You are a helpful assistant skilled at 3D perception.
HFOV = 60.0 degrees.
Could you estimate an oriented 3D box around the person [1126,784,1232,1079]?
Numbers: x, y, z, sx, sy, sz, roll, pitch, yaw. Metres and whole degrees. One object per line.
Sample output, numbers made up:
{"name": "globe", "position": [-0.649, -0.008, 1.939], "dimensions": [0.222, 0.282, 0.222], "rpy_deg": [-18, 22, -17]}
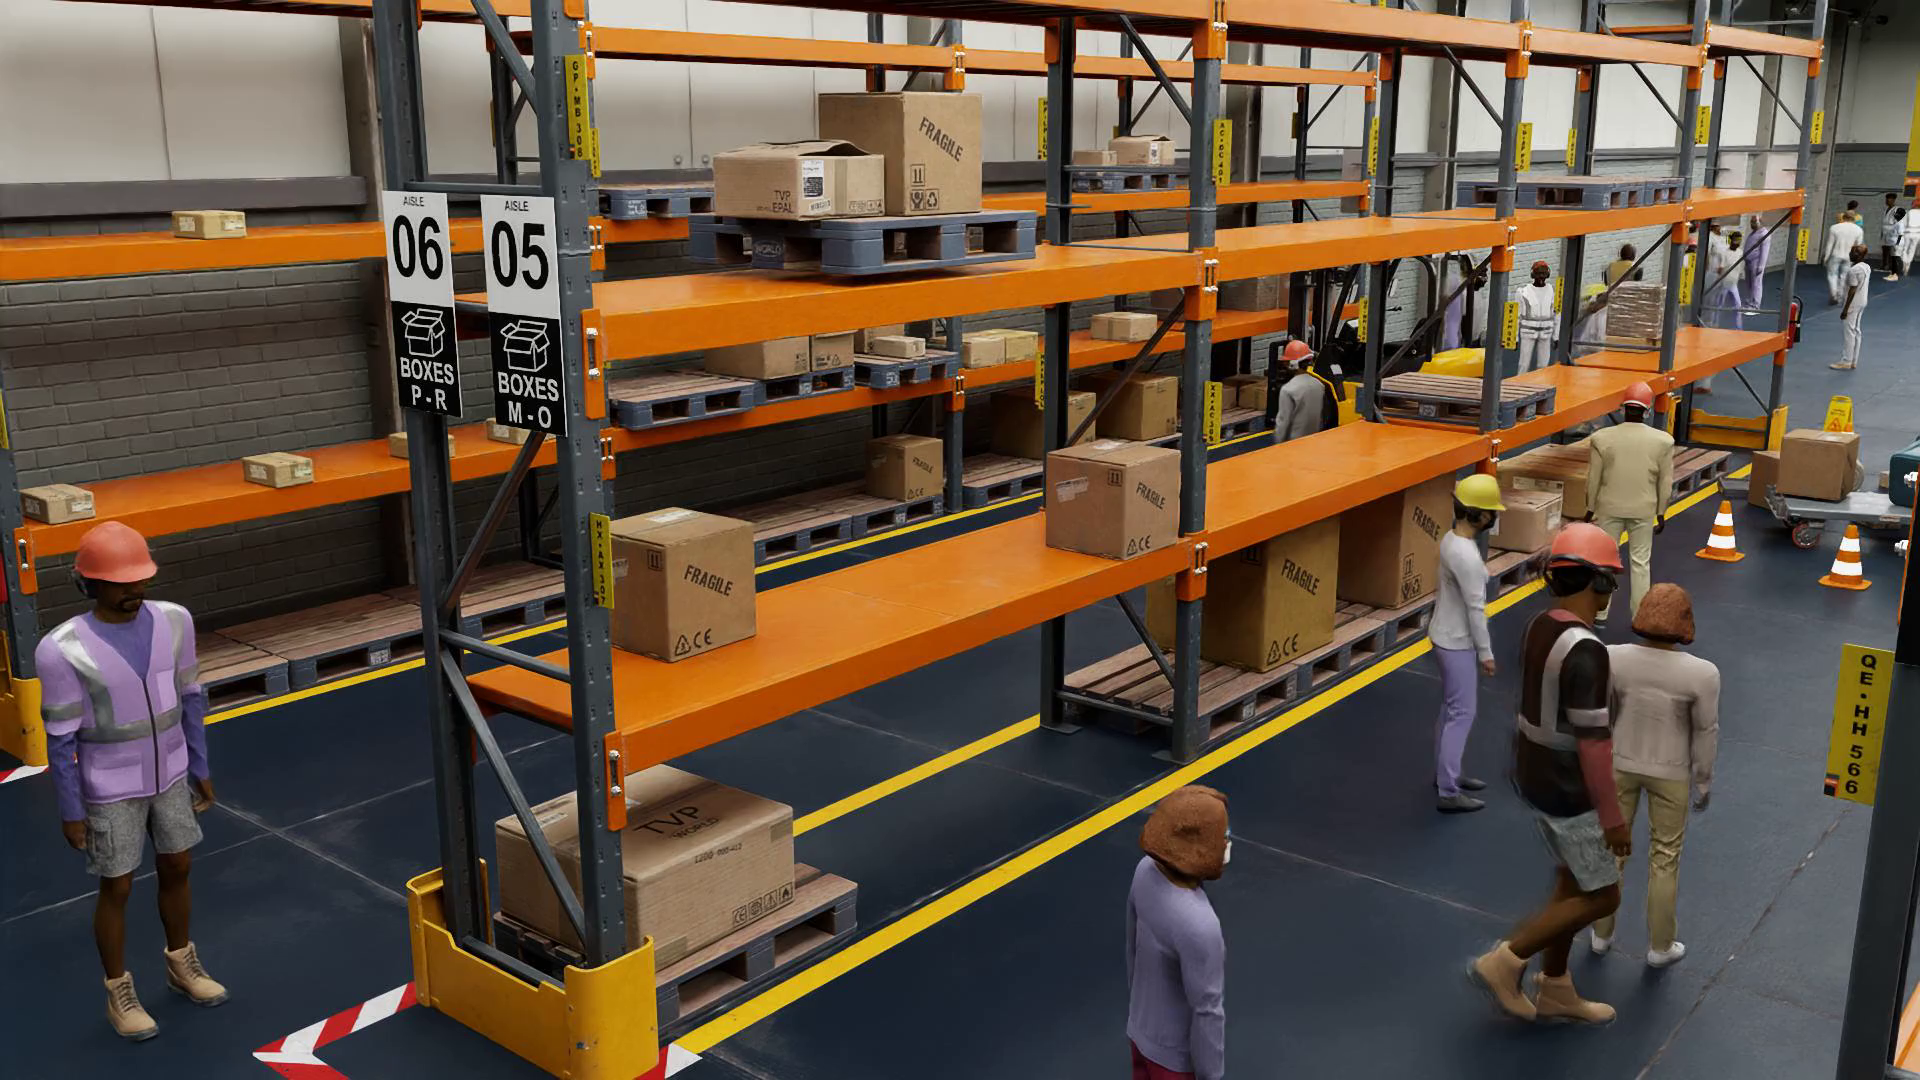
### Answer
{"name": "person", "position": [0.636, 1.487, 4.855], "dimensions": [0.280, 1.631, 0.504], "rpy_deg": [-4, 14, -16]}

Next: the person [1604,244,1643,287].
{"name": "person", "position": [9.950, -3.525, 24.936], "dimensions": [0.959, 1.787, 0.649], "rpy_deg": [-11, 17, -37]}

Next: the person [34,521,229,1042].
{"name": "person", "position": [-3.136, 0.915, 6.366], "dimensions": [0.410, 2.035, 0.603], "rpy_deg": [9, 16, 31]}

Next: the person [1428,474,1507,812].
{"name": "person", "position": [2.589, 0.518, 8.548], "dimensions": [0.358, 1.753, 0.530], "rpy_deg": [3, 14, 11]}

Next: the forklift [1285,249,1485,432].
{"name": "forklift", "position": [4.886, -2.214, 18.767], "dimensions": [2.313, 2.155, 1.214], "rpy_deg": [11, 18, 38]}

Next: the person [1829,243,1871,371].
{"name": "person", "position": [13.061, -3.406, 24.341], "dimensions": [0.506, 1.846, 0.345], "rpy_deg": [-12, 18, -41]}

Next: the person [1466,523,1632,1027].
{"name": "person", "position": [2.284, 0.933, 6.333], "dimensions": [0.600, 2.009, 0.641], "rpy_deg": [1, 14, 4]}

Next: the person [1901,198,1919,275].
{"name": "person", "position": [23.129, -7.361, 40.403], "dimensions": [0.625, 1.863, 0.603], "rpy_deg": [5, 15, 20]}

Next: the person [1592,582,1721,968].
{"name": "person", "position": [2.873, 0.975, 6.941], "dimensions": [0.507, 1.630, 0.268], "rpy_deg": [10, 17, 34]}

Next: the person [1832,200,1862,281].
{"name": "person", "position": [20.844, -7.042, 39.119], "dimensions": [1.006, 1.872, 0.595], "rpy_deg": [-10, 17, -36]}

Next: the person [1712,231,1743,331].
{"name": "person", "position": [12.790, -4.168, 27.474], "dimensions": [0.553, 1.825, 0.887], "rpy_deg": [-5, 15, -19]}

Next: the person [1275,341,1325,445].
{"name": "person", "position": [2.810, -0.800, 13.955], "dimensions": [0.366, 1.740, 0.573], "rpy_deg": [13, 19, 41]}

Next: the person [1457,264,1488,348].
{"name": "person", "position": [6.291, -2.459, 20.465], "dimensions": [0.328, 1.862, 0.502], "rpy_deg": [10, 17, 35]}

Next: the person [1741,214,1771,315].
{"name": "person", "position": [15.129, -5.247, 31.716], "dimensions": [0.400, 1.905, 0.643], "rpy_deg": [0, 14, 1]}

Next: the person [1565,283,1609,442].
{"name": "person", "position": [7.089, -1.939, 18.505], "dimensions": [0.408, 1.789, 0.617], "rpy_deg": [3, 14, 12]}

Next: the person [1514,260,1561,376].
{"name": "person", "position": [7.189, -2.543, 20.774], "dimensions": [0.582, 1.880, 0.366], "rpy_deg": [1, 14, 4]}

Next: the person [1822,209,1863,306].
{"name": "person", "position": [17.613, -5.633, 33.238], "dimensions": [0.669, 1.933, 0.503], "rpy_deg": [3, 14, 14]}

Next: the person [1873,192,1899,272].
{"name": "person", "position": [23.180, -7.683, 41.509], "dimensions": [0.367, 1.961, 0.613], "rpy_deg": [1, 14, 3]}

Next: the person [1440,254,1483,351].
{"name": "person", "position": [6.826, -2.970, 22.610], "dimensions": [0.532, 1.820, 0.497], "rpy_deg": [0, 14, -1]}

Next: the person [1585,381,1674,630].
{"name": "person", "position": [4.655, -0.236, 11.621], "dimensions": [0.564, 1.752, 0.340], "rpy_deg": [5, 15, 21]}

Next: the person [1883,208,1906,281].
{"name": "person", "position": [21.919, -6.919, 38.945], "dimensions": [0.319, 1.699, 0.532], "rpy_deg": [4, 14, 17]}
